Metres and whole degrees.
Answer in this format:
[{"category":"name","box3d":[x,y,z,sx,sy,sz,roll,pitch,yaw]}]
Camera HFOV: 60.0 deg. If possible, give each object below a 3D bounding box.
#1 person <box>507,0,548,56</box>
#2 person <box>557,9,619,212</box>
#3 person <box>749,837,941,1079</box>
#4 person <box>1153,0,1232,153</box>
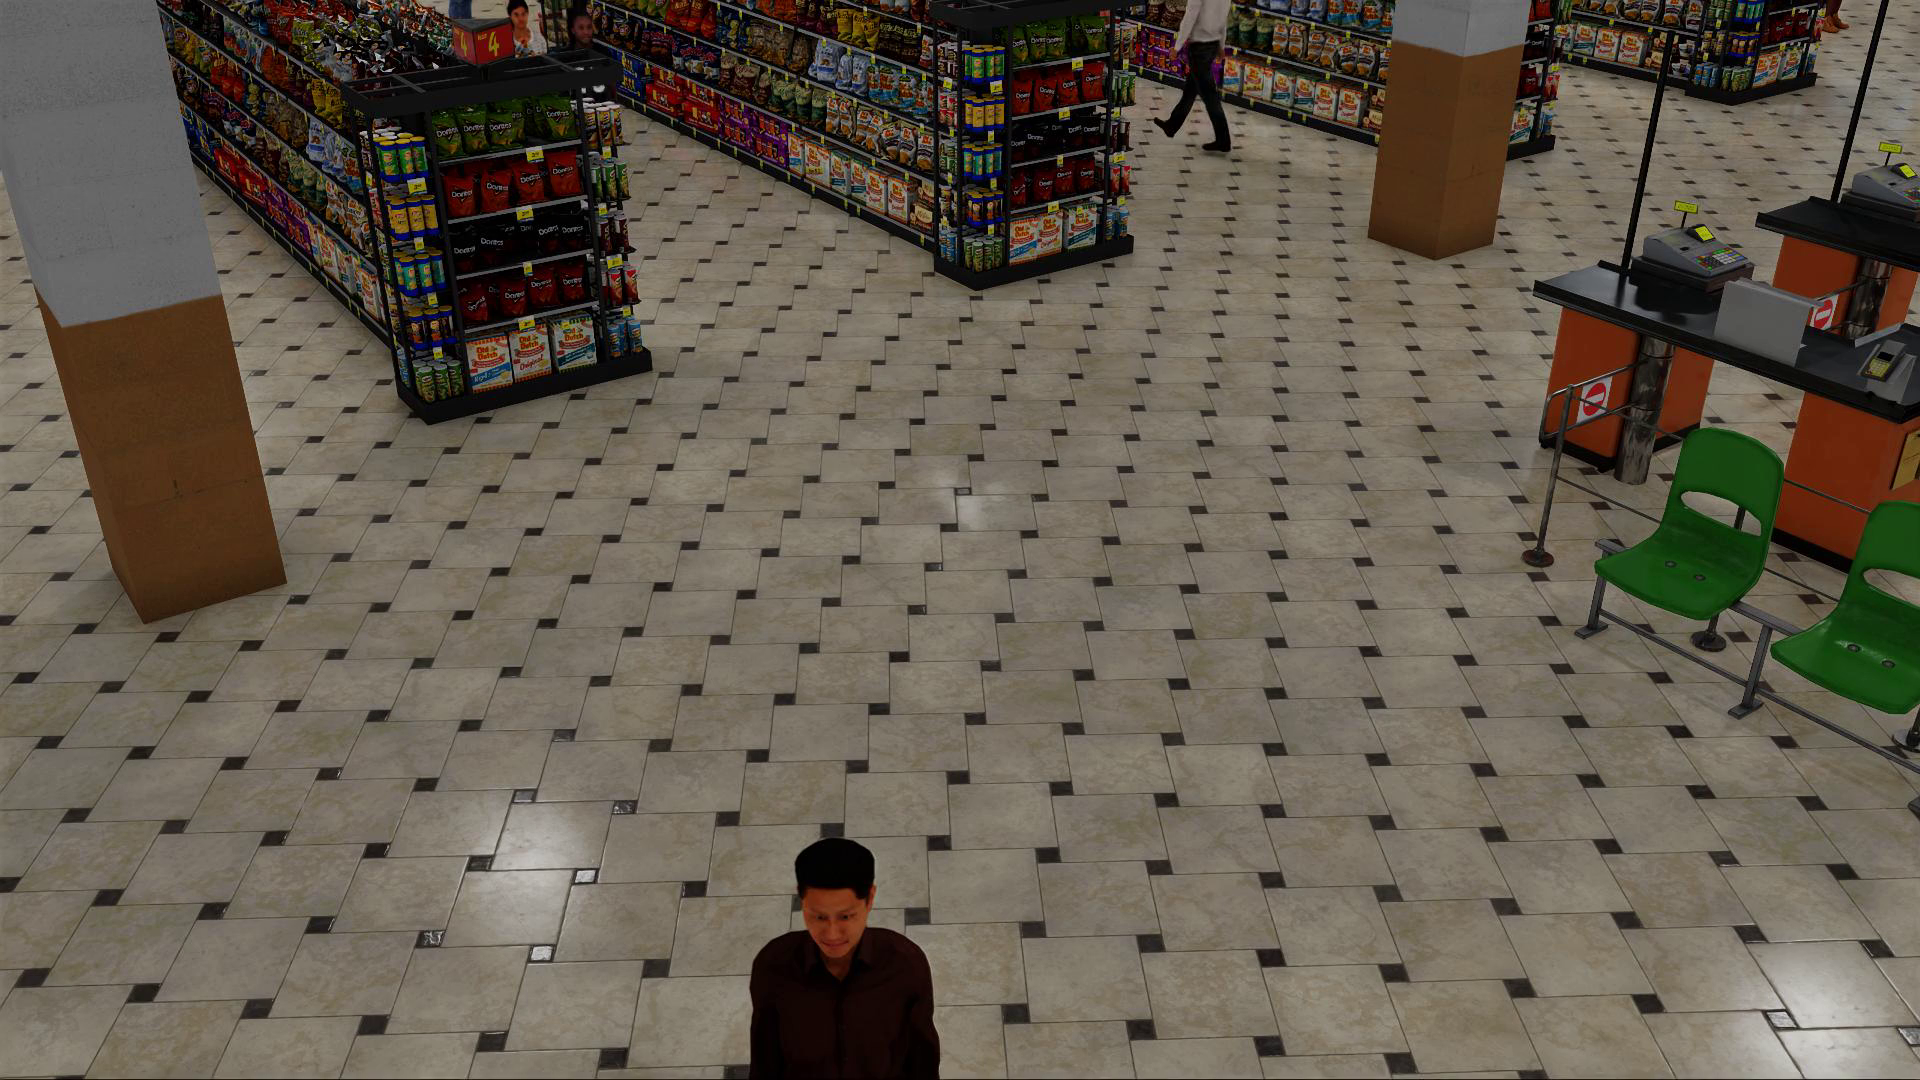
[{"category":"person","box3d":[-3.677,-3.757,14.114,0.630,1.634,0.832,-14,31,-23]},{"category":"person","box3d":[-2.949,-3.338,13.262,0.715,1.715,0.978,-12,31,-21]},{"category":"person","box3d":[-0.303,1.497,4.335,0.719,1.782,0.703,-3,29,-5]},{"category":"person","box3d":[2.293,-4.412,15.178,1.222,1.763,0.860,23,36,36]}]
